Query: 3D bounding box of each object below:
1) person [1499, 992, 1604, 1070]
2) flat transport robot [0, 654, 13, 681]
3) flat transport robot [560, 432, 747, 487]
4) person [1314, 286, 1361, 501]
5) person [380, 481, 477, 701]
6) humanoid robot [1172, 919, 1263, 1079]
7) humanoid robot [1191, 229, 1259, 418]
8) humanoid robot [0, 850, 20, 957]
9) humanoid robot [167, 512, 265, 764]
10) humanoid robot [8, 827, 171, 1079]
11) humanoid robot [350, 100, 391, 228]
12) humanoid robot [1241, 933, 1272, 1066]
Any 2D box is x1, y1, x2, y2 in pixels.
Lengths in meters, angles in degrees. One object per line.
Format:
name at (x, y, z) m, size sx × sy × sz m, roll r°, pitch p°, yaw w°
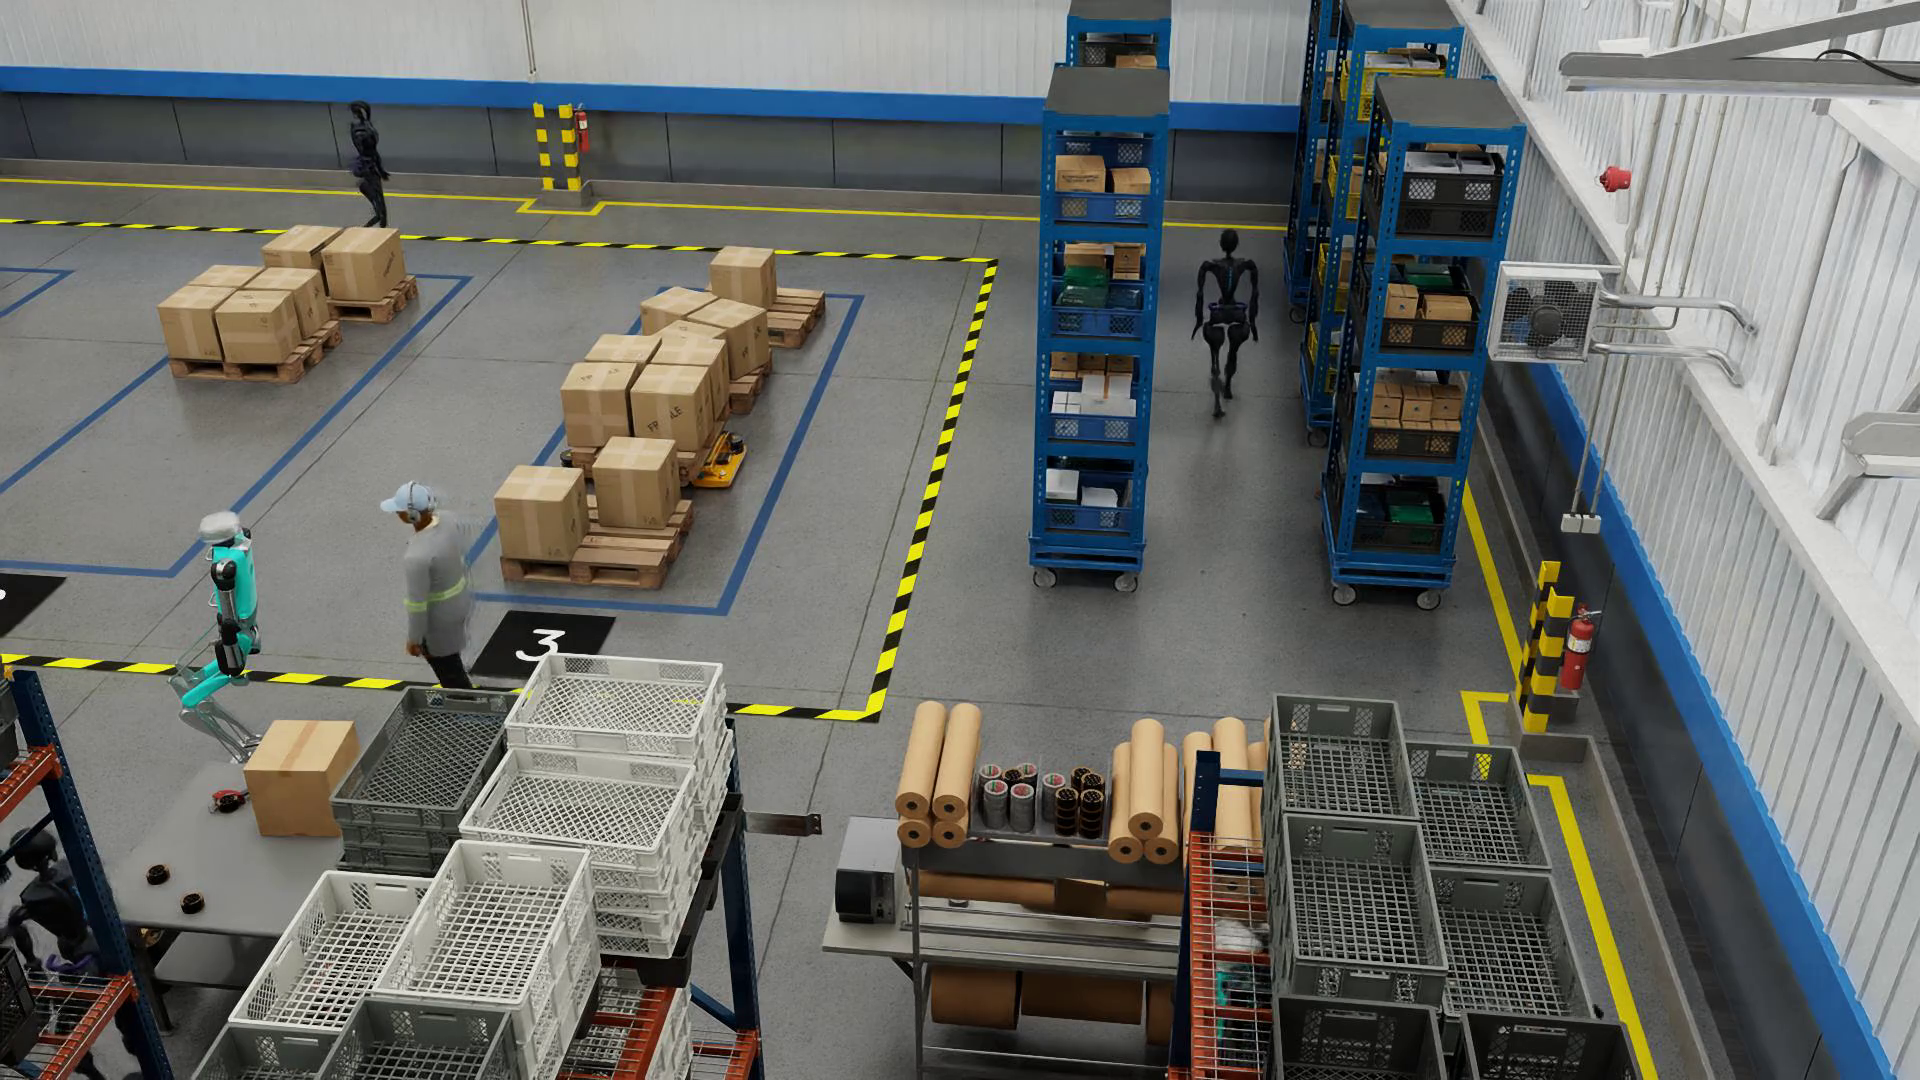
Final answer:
person at (2.264, 2.478, 6.799) m, size 0.590 × 1.908 × 1.035 m, roll -19°, pitch 35°, yaw -29°
flat transport robot at (-7.142, 0.969, 11.010) m, size 1.431 × 0.231 × 0.659 m, roll 3°, pitch 30°, yaw 6°
flat transport robot at (-2.554, -0.707, 13.861) m, size 1.431 × 0.197 × 0.652 m, roll 3°, pitch 30°, yaw 6°
person at (3.072, -1.105, 12.927) m, size 0.370 × 1.932 × 0.620 m, roll -5°, pitch 31°, yaw -9°
person at (-3.313, 0.449, 10.346) m, size 0.577 × 1.833 × 0.613 m, roll 2°, pitch 30°, yaw 3°
humanoid robot at (1.262, 2.459, 7.043) m, size 1.079 × 1.765 × 0.540 m, roll 26°, pitch 39°, yaw 37°
humanoid robot at (2.344, -1.909, 14.600) m, size 0.589 × 1.632 × 0.721 m, roll -1°, pitch 30°, yaw -1°
humanoid robot at (-5.223, 1.545, 8.623) m, size 0.600 × 1.648 × 0.386 m, roll 10°, pitch 32°, yaw 17°
humanoid robot at (-4.523, 0.619, 10.022) m, size 0.735 × 1.673 × 0.533 m, roll -5°, pitch 31°, yaw -8°
humanoid robot at (-4.107, 2.010, 7.813) m, size 0.377 × 1.647 × 0.603 m, roll 7°, pitch 31°, yaw 12°
humanoid robot at (-6.481, -3.981, 18.120) m, size 0.465 × 1.645 × 0.592 m, roll -3°, pitch 30°, yaw -5°
humanoid robot at (1.211, 2.335, 7.259) m, size 0.427 × 1.639 × 0.606 m, roll 14°, pitch 33°, yaw 23°
